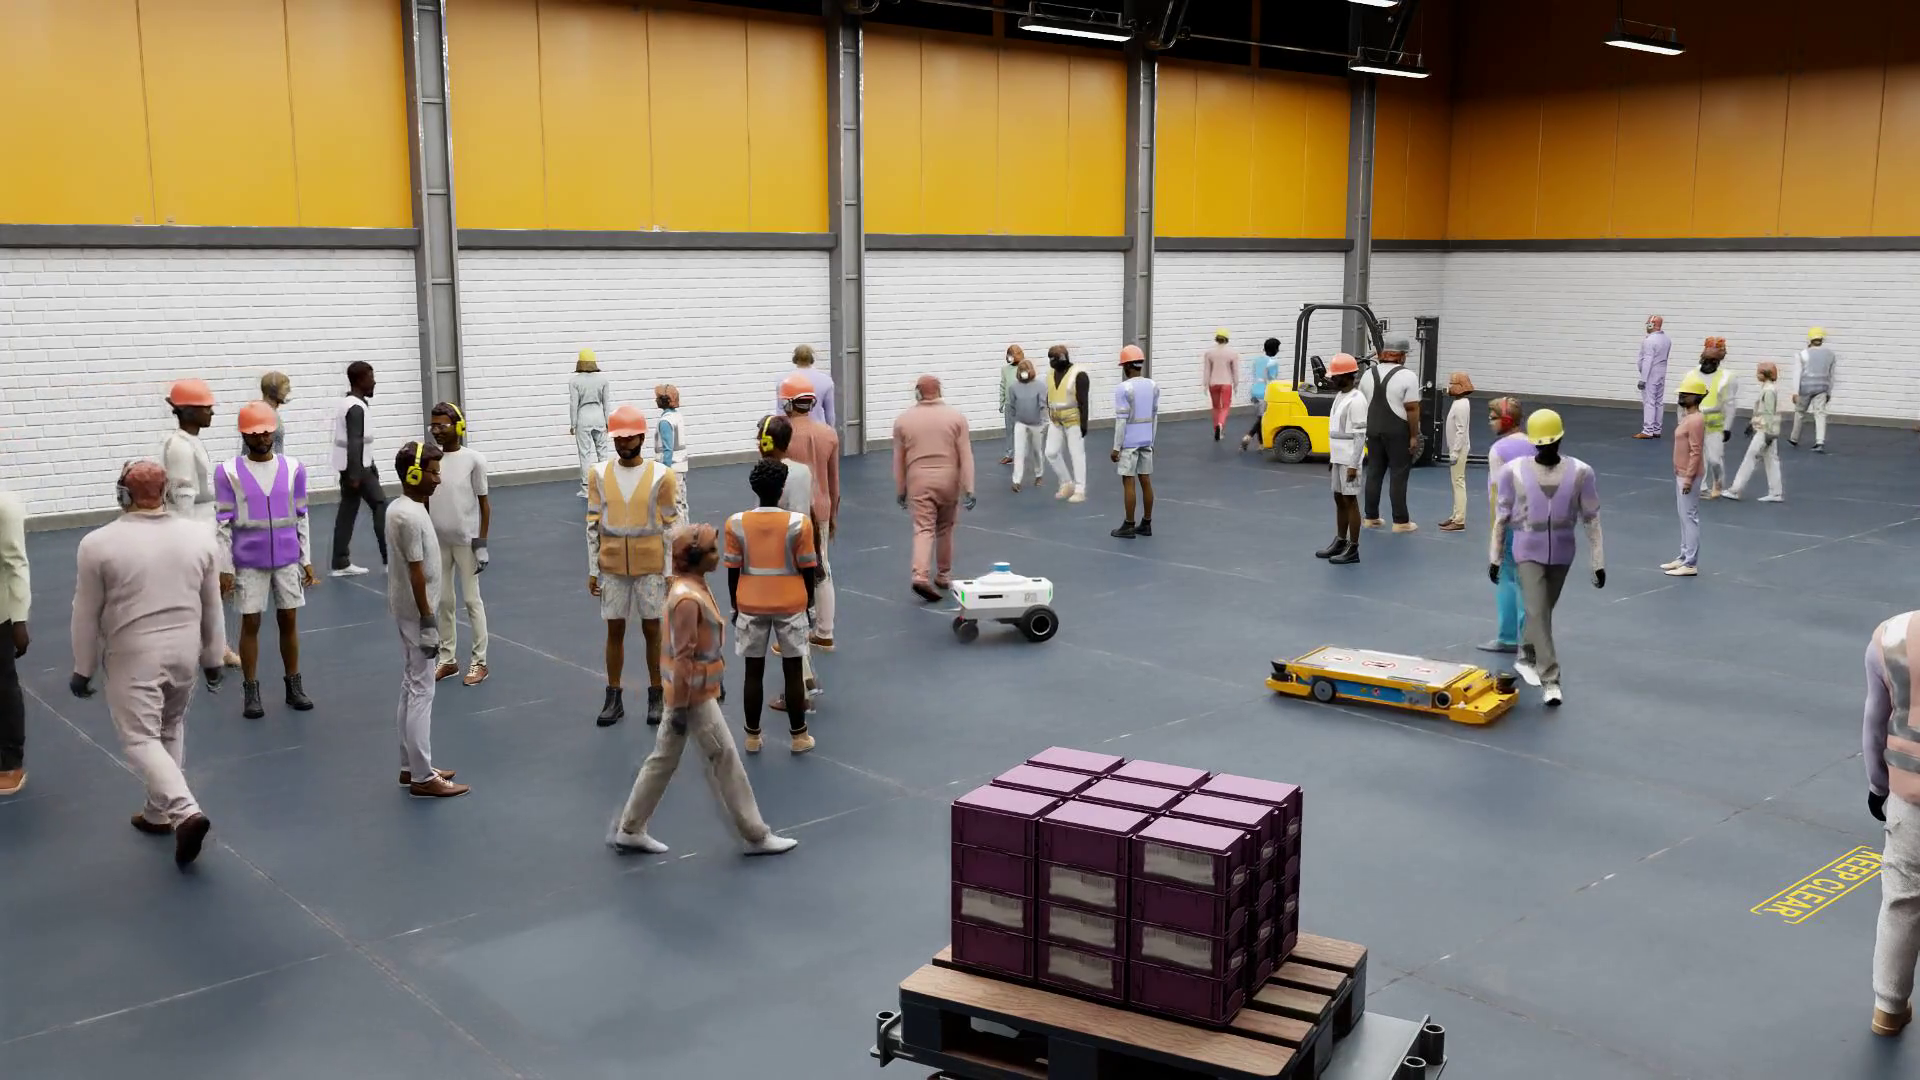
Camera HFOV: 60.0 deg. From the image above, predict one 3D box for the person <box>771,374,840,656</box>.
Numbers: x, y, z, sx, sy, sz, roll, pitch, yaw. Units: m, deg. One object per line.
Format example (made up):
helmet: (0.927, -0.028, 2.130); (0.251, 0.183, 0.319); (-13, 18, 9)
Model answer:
person: (-1.122, -0.170, 11.712); (0.625, 1.992, 0.389); (-9, 13, -42)

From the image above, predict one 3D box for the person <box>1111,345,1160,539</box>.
person: (1.728, -0.979, 16.634); (0.543, 1.933, 0.369); (-7, 12, -36)

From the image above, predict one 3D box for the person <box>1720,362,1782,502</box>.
person: (9.114, -1.232, 19.083); (0.733, 1.610, 0.520); (5, 11, 28)

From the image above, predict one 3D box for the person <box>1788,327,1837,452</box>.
person: (12.349, -2.179, 24.099); (0.609, 1.784, 0.957); (1, 10, 6)

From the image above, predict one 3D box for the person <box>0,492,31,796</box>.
person: (-5.075, 0.396, 8.489); (0.638, 1.986, 0.650); (-1, 10, -5)

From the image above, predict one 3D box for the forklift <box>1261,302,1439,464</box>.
forklift: (5.320, -2.157, 22.763); (2.313, 2.155, 1.214); (3, 10, 16)

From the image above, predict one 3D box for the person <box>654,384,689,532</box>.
person: (-2.675, -0.626, 15.420); (0.315, 1.641, 0.515); (1, 10, 4)

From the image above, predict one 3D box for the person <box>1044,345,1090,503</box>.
person: (1.237, -1.333, 19.100); (0.677, 1.809, 0.444); (9, 13, 43)

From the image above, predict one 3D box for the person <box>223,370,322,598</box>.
person: (-5.871, -0.464, 13.828); (0.874, 1.887, 0.652); (-3, 10, -19)

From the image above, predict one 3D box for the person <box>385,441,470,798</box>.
person: (-2.814, 0.411, 8.697); (0.328, 1.865, 0.520); (-5, 11, -27)

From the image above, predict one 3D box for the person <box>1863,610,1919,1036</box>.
person: (3.524, 0.903, 5.874); (0.429, 1.846, 0.626); (-9, 13, -43)

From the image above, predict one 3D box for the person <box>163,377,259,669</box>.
person: (-5.209, -0.074, 11.106); (0.760, 2.025, 0.613); (-3, 10, -18)

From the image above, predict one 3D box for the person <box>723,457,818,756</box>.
person: (-1.057, 0.381, 9.361); (0.533, 1.697, 0.319); (1, 10, 5)

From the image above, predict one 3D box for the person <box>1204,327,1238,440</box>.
person: (3.948, -2.357, 25.273); (0.522, 1.747, 0.667); (4, 10, 20)

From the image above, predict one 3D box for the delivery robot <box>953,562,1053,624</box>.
delivery robot: (0.312, 0.409, 12.259); (0.707, 0.478, 0.477); (-2, 10, -10)

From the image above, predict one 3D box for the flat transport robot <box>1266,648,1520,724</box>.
flat transport robot: (2.734, 0.891, 10.541); (1.431, 0.197, 0.652); (7, 12, 36)

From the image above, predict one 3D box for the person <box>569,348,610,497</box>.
person: (-4.338, -1.370, 19.473); (0.489, 1.743, 0.322); (-6, 11, -30)

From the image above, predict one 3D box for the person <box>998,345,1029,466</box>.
person: (0.746, -1.813, 22.387); (0.507, 1.632, 0.268); (7, 12, 34)

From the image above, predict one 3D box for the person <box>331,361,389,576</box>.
person: (-5.195, -0.627, 14.687); (0.855, 1.885, 0.617); (-5, 11, -25)

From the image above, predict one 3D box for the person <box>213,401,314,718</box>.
person: (-4.253, 0.115, 10.213); (0.551, 1.937, 0.357); (-7, 12, -36)

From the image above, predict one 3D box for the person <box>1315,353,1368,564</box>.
person: (3.514, -0.744, 15.267); (0.374, 1.929, 0.542); (-1, 10, -9)

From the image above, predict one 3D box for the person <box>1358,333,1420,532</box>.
person: (4.462, -1.114, 17.109); (0.536, 2.000, 0.688); (-8, 13, -39)

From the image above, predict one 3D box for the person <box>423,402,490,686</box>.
person: (-3.332, 0.029, 10.945); (0.514, 1.861, 0.328); (3, 10, 16)

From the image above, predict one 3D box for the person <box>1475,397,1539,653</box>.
person: (3.939, -0.098, 11.829); (0.617, 1.822, 0.452); (-8, 13, -41)

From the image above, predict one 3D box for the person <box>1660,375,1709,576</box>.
person: (6.420, -0.567, 14.699); (0.296, 1.772, 0.533); (3, 10, 17)

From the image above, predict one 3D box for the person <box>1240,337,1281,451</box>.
person: (4.278, -2.067, 23.774); (0.636, 1.666, 0.583); (-4, 10, -22)

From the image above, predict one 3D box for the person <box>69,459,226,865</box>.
person: (-3.772, 0.557, 7.826); (0.885, 1.877, 0.650); (7, 12, 36)

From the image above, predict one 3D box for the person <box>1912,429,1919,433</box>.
person: (15.560, -2.569, 26.149); (0.645, 1.871, 0.877); (-8, 13, -39)

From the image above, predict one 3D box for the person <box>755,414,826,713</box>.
person: (-1.086, 0.154, 10.264); (0.468, 1.847, 0.563); (4, 11, 25)

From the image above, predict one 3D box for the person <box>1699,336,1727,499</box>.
person: (8.721, -1.426, 19.400); (0.360, 1.882, 0.575); (3, 10, 15)

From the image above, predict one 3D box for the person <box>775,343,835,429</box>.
person: (-1.609, -1.104, 17.428); (0.632, 1.919, 0.708); (-3, 10, -16)

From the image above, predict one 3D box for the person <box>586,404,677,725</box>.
person: (-1.967, 0.154, 9.978); (0.543, 1.939, 0.362); (0, 10, -1)

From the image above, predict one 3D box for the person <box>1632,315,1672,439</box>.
person: (10.664, -2.510, 25.672); (0.636, 1.911, 0.406); (-8, 13, -39)

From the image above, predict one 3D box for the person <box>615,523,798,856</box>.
person: (-1.237, 0.706, 7.754); (0.856, 1.592, 0.532); (-1, 10, -8)

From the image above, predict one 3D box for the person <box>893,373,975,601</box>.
person: (-0.221, -0.444, 13.766); (0.682, 1.856, 0.902); (0, 10, -1)

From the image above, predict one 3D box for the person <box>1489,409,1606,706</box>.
person: (3.741, 0.092, 10.587); (0.651, 1.858, 0.979); (1, 10, 5)

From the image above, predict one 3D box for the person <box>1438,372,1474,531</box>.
person: (5.096, -0.906, 17.079); (0.285, 1.633, 0.498); (2, 10, 14)

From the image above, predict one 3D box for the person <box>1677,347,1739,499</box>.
person: (8.465, -1.294, 18.857); (0.635, 1.812, 0.763); (7, 12, 36)

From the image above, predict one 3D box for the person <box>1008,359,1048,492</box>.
person: (0.830, -1.395, 20.088); (0.501, 1.583, 0.880); (2, 10, 11)
